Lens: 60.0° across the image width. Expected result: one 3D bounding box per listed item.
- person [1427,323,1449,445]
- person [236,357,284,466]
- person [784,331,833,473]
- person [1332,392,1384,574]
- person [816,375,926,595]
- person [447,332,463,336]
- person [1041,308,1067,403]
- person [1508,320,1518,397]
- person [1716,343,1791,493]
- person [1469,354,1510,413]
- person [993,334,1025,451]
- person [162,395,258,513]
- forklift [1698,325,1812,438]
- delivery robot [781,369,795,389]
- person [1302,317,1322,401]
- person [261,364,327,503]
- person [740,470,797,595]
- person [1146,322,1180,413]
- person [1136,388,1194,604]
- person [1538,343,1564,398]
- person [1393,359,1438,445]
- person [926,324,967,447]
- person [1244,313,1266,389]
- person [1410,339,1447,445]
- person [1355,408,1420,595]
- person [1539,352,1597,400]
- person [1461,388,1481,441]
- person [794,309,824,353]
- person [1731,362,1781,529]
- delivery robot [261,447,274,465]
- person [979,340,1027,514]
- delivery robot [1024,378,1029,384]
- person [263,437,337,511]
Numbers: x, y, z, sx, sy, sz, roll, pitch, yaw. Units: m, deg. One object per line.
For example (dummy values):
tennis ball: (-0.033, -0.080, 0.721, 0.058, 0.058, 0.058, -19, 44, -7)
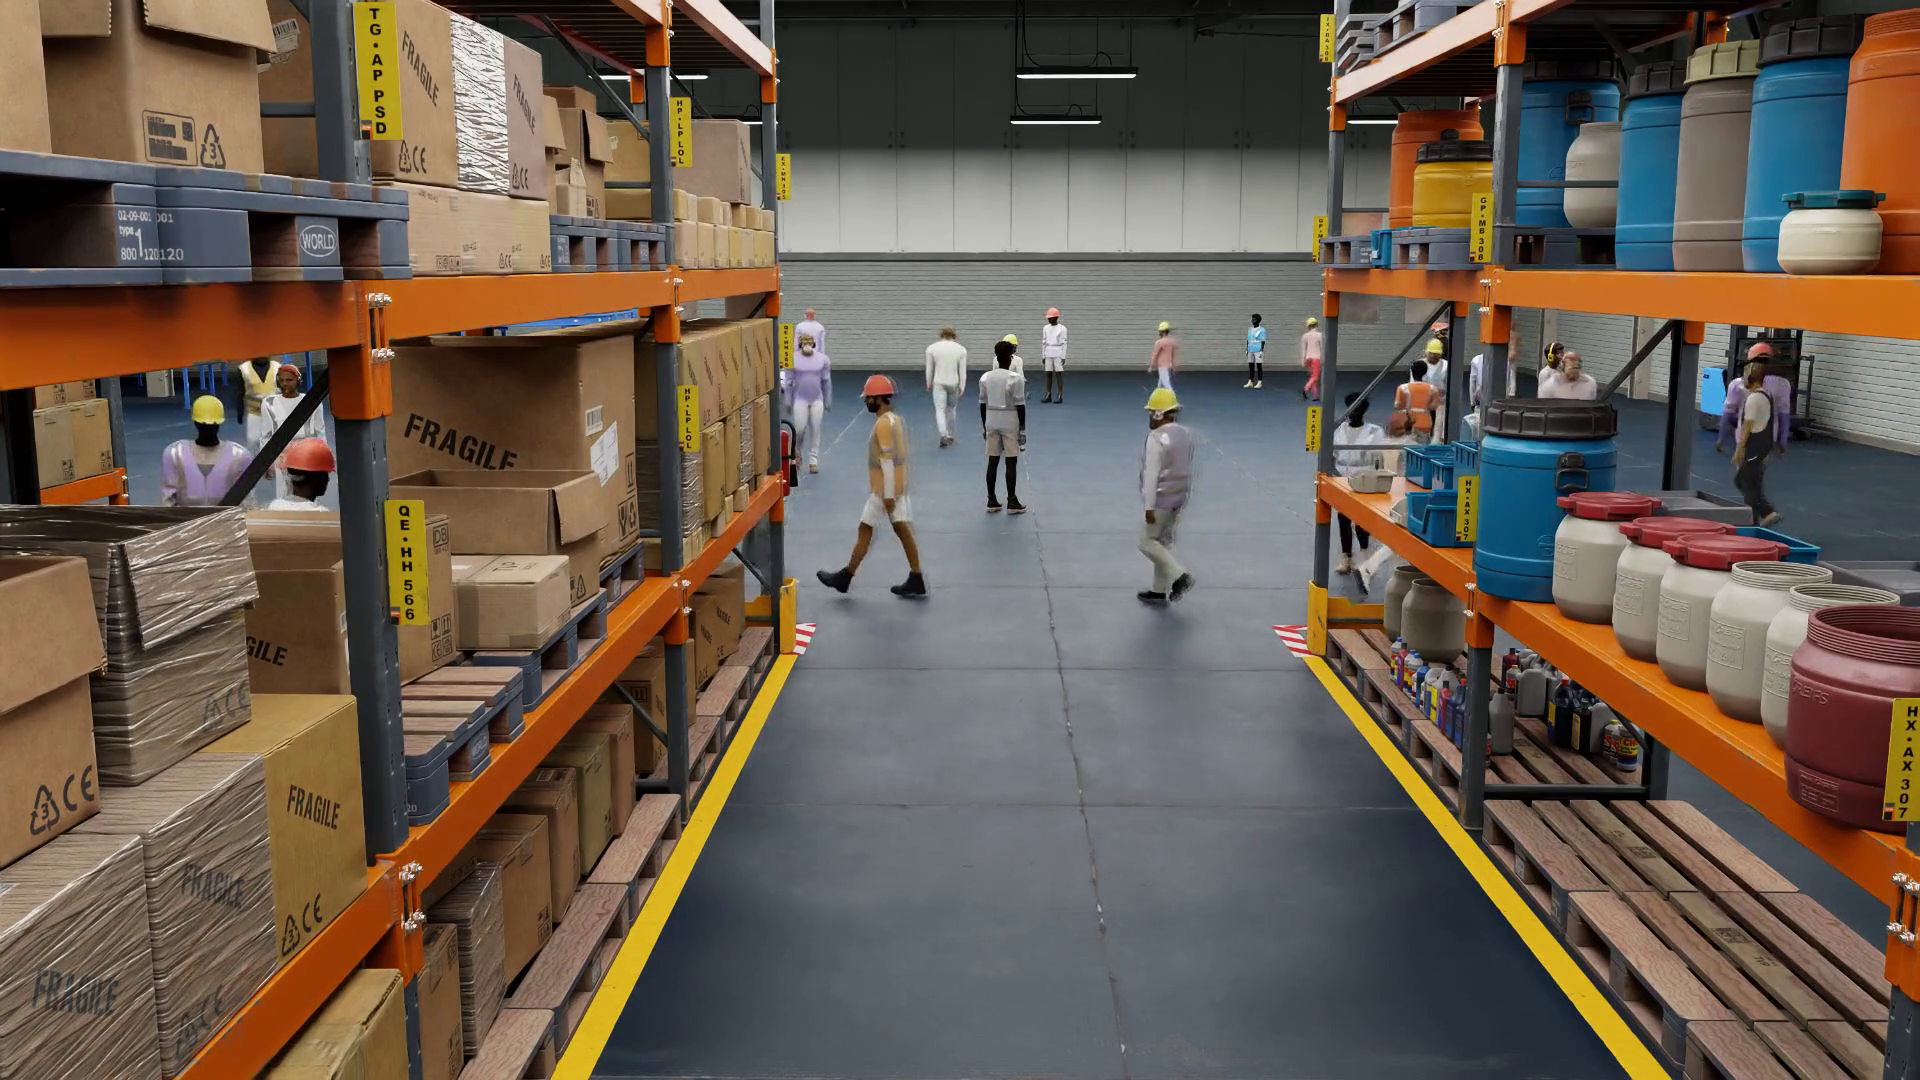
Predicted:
person: (7.490, -2.471, 25.979, 0.612, 1.997, 0.376, -6, 11, -31)
person: (-9.251, -1.729, 22.134, 0.676, 1.815, 0.578, -5, 11, -26)
person: (-2.049, -1.866, 22.588, 0.644, 1.926, 0.426, -3, 10, -15)
person: (3.593, -0.514, 15.215, 0.541, 1.685, 0.390, 7, 12, 36)
person: (-0.737, -0.461, 14.256, 0.977, 1.885, 0.574, 2, 10, 9)
person: (-13.228, -5.429, 43.695, 0.539, 2.000, 0.689, 7, 12, 38)
person: (1.908, -3.760, 33.883, 0.547, 1.934, 0.376, 6, 11, 33)
person: (11.647, -3.879, 35.516, 0.548, 1.617, 0.610, -8, 12, -39)
person: (8.395, -1.081, 17.651, 0.642, 1.989, 1.005, 2, 10, 11)
person: (7.261, -1.906, 22.774, 0.552, 1.935, 0.373, 8, 12, 40)
person: (0.745, -2.234, 25.264, 0.523, 1.763, 0.329, 6, 11, 32)
person: (-5.348, -0.075, 11.858, 0.649, 1.915, 0.434, -4, 10, -20)
forklift: (13.248, -3.165, 27.620, 1.129, 2.768, 1.873, 0, 9, 1)
delivery robot: (-3.858, -3.484, 36.205, 0.707, 0.478, 0.477, 9, 13, 42)
person: (7.245, -3.724, 34.288, 0.679, 1.722, 0.545, -9, 13, -42)
person: (-6.412, -0.754, 16.027, 0.586, 1.882, 0.341, -2, 10, -13)
person: (-1.565, -0.162, 13.293, 0.473, 1.616, 0.503, -5, 11, -28)
person: (3.871, -3.272, 31.606, 0.907, 1.721, 0.533, 9, 13, 42)
person: (1.717, -0.350, 13.805, 0.525, 1.816, 0.600, 7, 12, 38)
person: (7.296, -1.502, 20.554, 0.326, 1.871, 0.520, 5, 11, 28)
person: (5.626, -1.392, 20.502, 0.537, 1.669, 0.782, 0, 9, -2)
person: (-0.206, -2.414, 25.918, 0.629, 1.908, 0.940, -1, 9, -3)
person: (6.702, -4.289, 37.761, 0.318, 1.699, 0.535, -7, 12, -38)
person: (6.616, -1.923, 23.361, 0.591, 1.776, 0.852, 3, 10, 19)
person: (3.686, -0.313, 14.182, 0.697, 1.617, 0.504, -3, 10, -19)
person: (6.766, -1.151, 18.464, 0.692, 1.867, 0.497, 1, 10, 4)
person: (5.319, -0.741, 16.848, 0.522, 1.602, 0.879, 0, 9, -1)
person: (-3.177, -3.958, 35.236, 0.640, 1.882, 0.839, -4, 10, -21)
person: (8.245, -0.928, 17.258, 0.427, 1.827, 0.538, 7, 12, 35)
delivery robot: (-9.577, -1.282, 23.012, 0.477, 0.478, 0.707, -4, 10, -23)
person: (0.505, -1.296, 19.031, 0.610, 1.966, 0.364, 6, 11, 34)
delivery robot: (1.184, -3.381, 34.808, 0.335, 0.223, 0.698, 6, 12, 34)
person: (-3.520, 0.404, 8.991, 0.554, 1.917, 0.442, 7, 12, 36)
